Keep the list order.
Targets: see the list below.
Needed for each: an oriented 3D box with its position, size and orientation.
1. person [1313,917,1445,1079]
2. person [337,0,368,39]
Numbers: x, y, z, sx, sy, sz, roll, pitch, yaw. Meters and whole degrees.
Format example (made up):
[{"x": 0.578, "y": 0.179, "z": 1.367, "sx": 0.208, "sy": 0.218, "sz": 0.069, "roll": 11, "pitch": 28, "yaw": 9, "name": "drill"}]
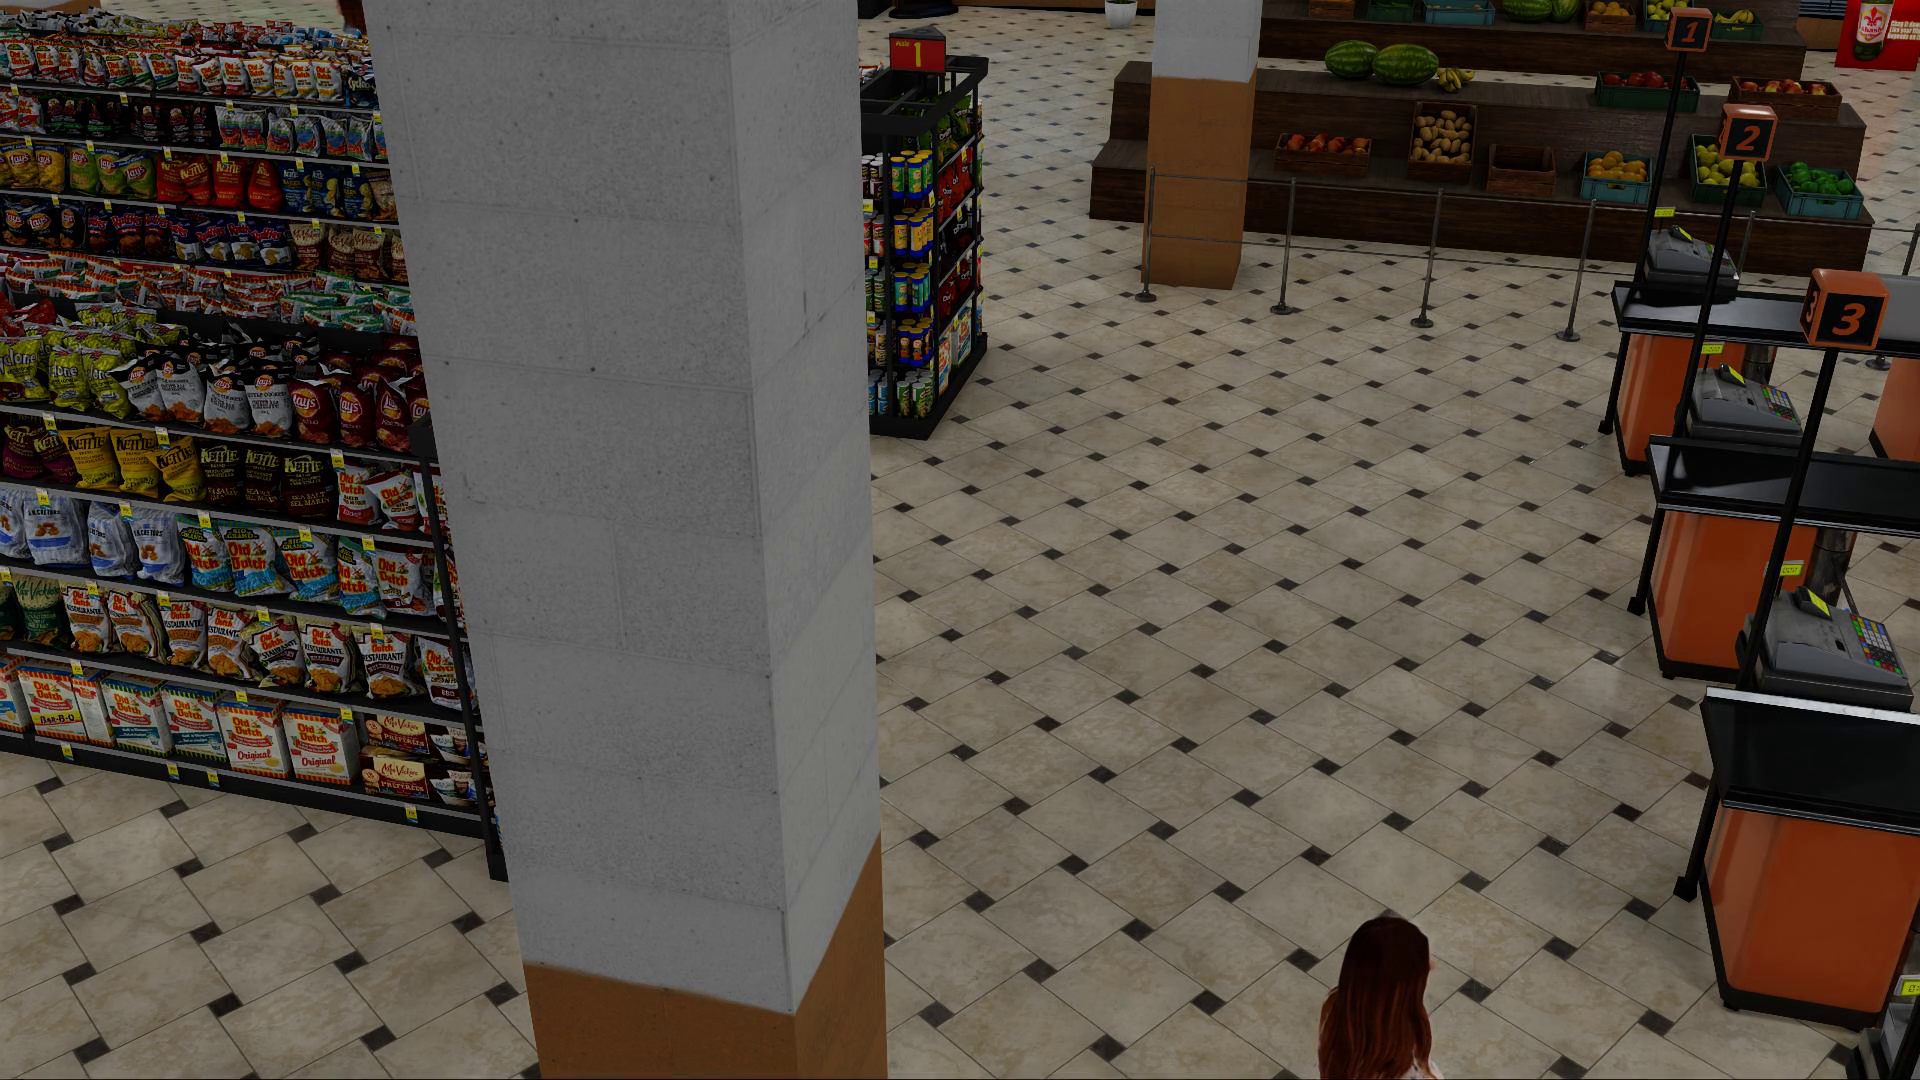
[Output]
[{"x": 1.024, "y": 1.656, "z": 4.277, "sx": 0.670, "sy": 1.728, "sz": 0.654, "roll": -8, "pitch": 30, "yaw": -14, "name": "person"}, {"x": -5.585, "y": -4.370, "z": 15.582, "sx": 0.602, "sy": 1.470, "sz": 0.627, "roll": -3, "pitch": 29, "yaw": -5, "name": "person"}]
